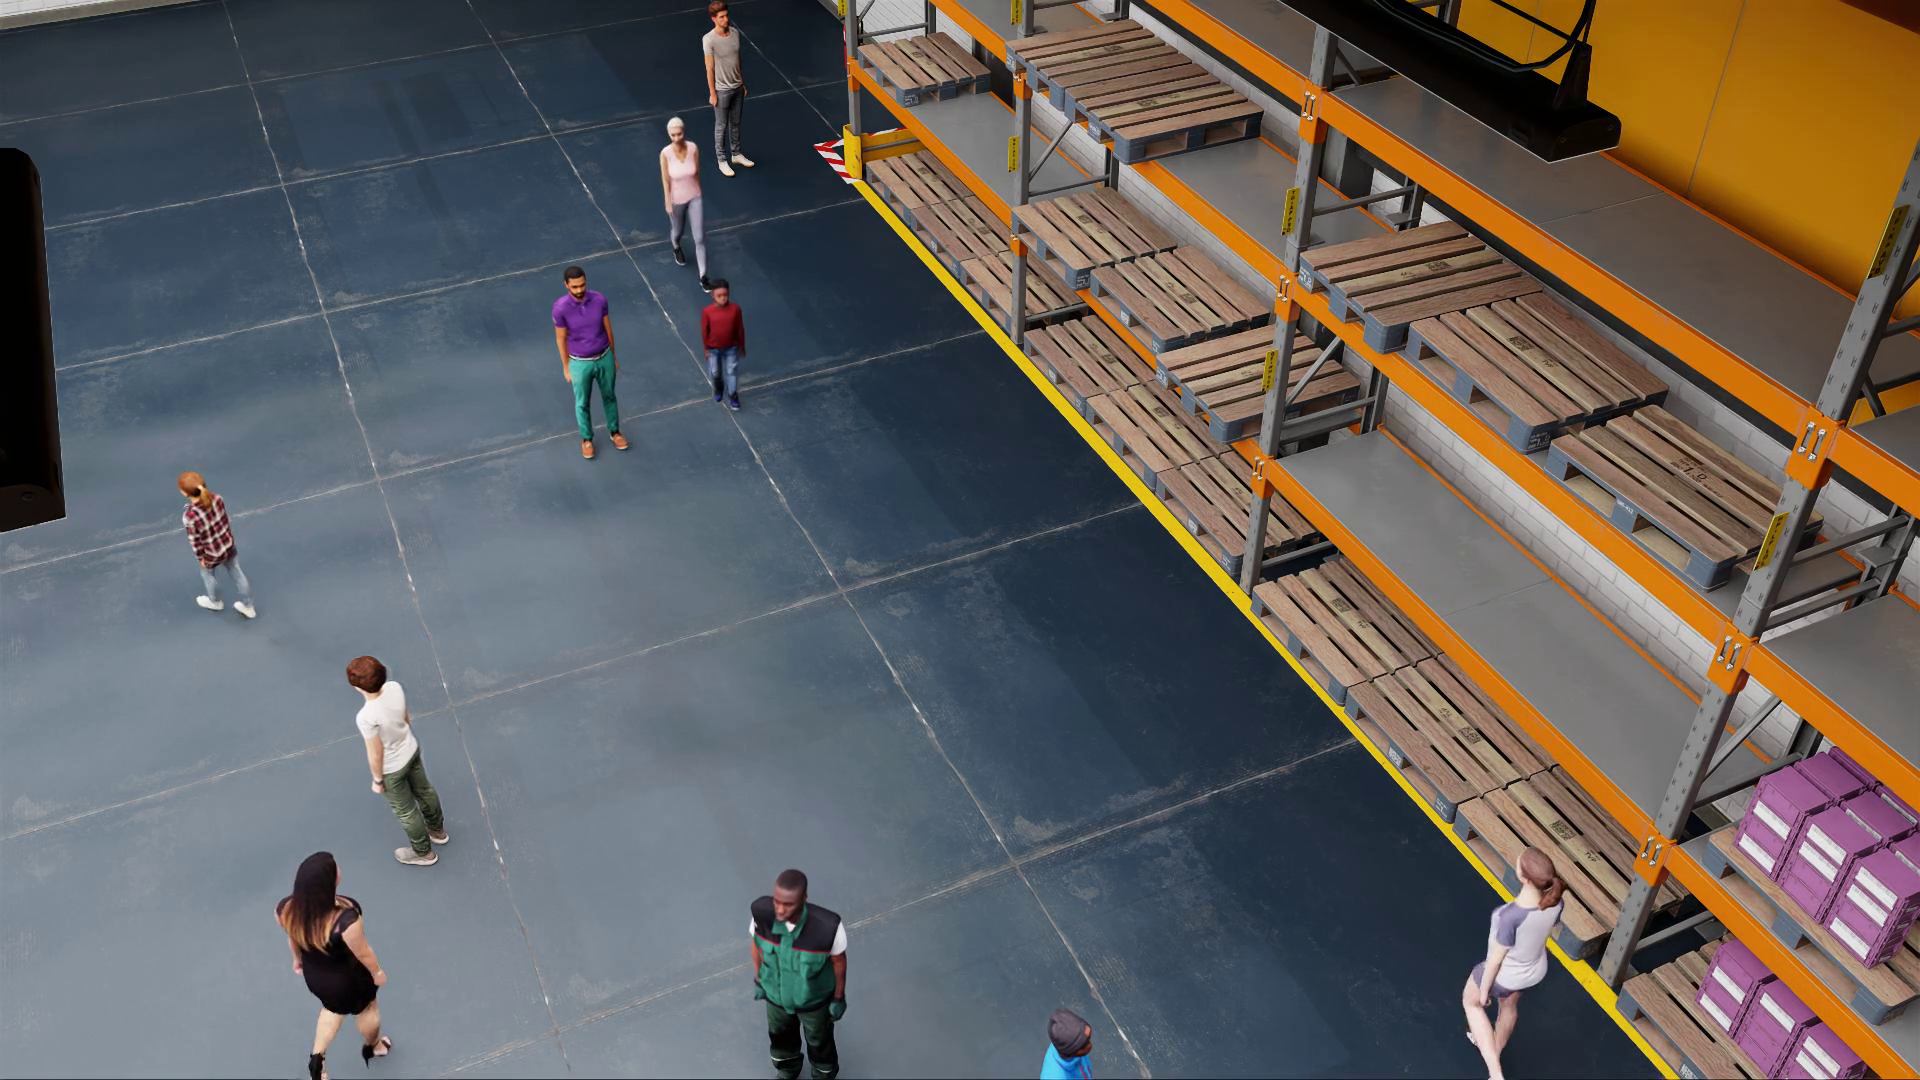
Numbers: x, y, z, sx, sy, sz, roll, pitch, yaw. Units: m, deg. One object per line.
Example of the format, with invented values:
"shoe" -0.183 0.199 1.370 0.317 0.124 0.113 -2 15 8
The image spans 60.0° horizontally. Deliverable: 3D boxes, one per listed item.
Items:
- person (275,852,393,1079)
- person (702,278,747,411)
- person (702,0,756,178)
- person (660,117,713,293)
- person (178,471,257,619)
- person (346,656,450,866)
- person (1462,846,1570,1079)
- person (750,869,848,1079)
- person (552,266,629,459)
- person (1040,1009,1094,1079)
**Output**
"person" -3.392 2.398 8.996 0.930 1.701 0.996 9 39 11
"person" -2.077 -1.744 14.544 0.566 1.248 0.608 -8 39 -9
"person" -2.531 -4.907 17.984 0.720 1.898 0.735 26 45 29
"person" -2.709 -3.329 16.172 0.575 1.695 1.139 -14 41 -16
"person" -5.436 0.062 12.250 0.824 1.289 0.734 22 44 25
"person" -3.500 1.367 10.324 0.728 1.653 0.658 11 40 13
"person" 3.025 2.386 8.972 0.637 1.748 0.756 -12 40 -14
"person" -0.860 2.388 8.897 0.785 1.839 0.827 10 40 12
"person" -3.082 -1.506 13.830 0.630 1.767 0.558 -19 42 -22
"person" 0.493 2.915 8.273 0.760 1.794 0.673 8 39 10
